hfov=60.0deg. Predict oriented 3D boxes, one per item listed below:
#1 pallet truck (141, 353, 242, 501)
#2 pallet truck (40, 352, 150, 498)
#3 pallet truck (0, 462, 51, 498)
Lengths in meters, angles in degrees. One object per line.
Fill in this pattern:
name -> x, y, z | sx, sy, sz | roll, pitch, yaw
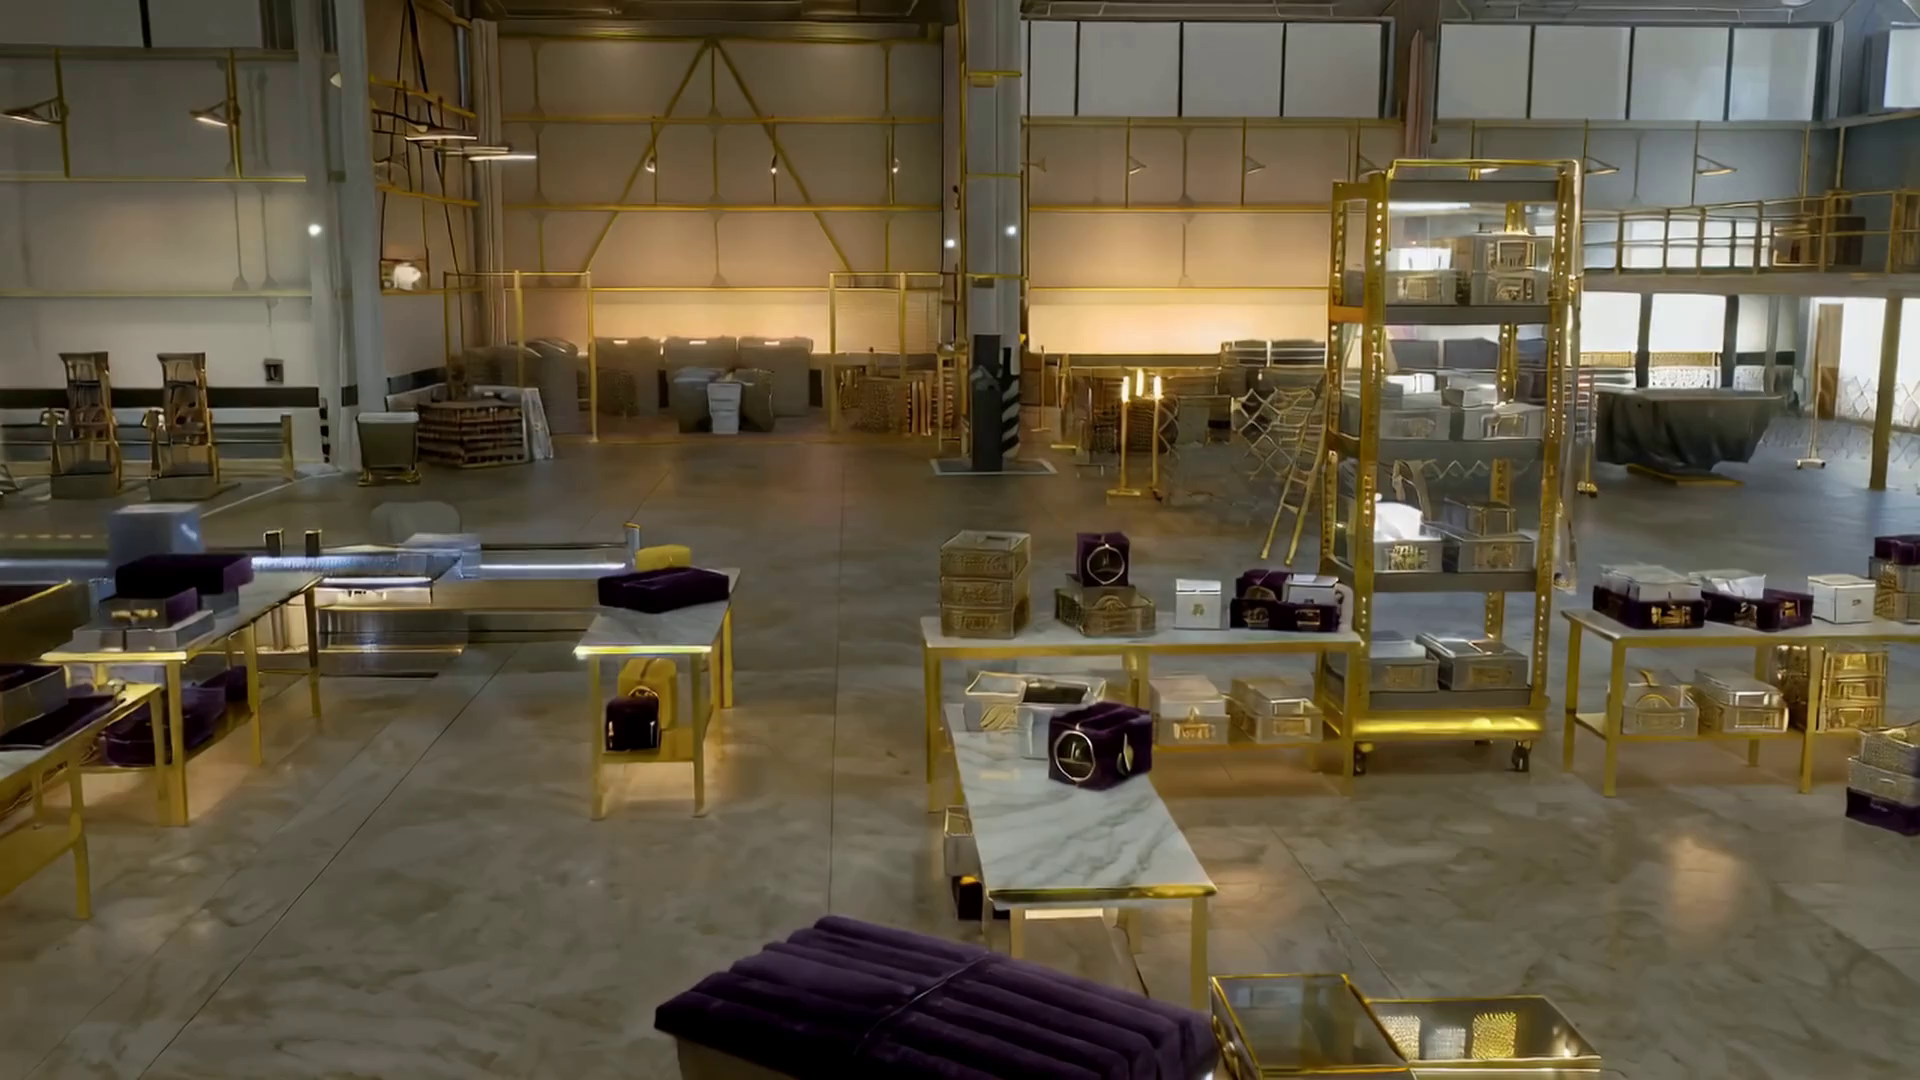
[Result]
pallet truck -> -10.520, -1.604, 22.925 | 0.823, 1.965, 1.885 | -1, 9, -6
pallet truck -> -11.907, -1.642, 23.165 | 0.823, 1.965, 1.885 | 0, 9, 0
pallet truck -> -13.193, -1.293, 23.148 | 0.653, 1.274, 1.630 | -1, 9, -4
